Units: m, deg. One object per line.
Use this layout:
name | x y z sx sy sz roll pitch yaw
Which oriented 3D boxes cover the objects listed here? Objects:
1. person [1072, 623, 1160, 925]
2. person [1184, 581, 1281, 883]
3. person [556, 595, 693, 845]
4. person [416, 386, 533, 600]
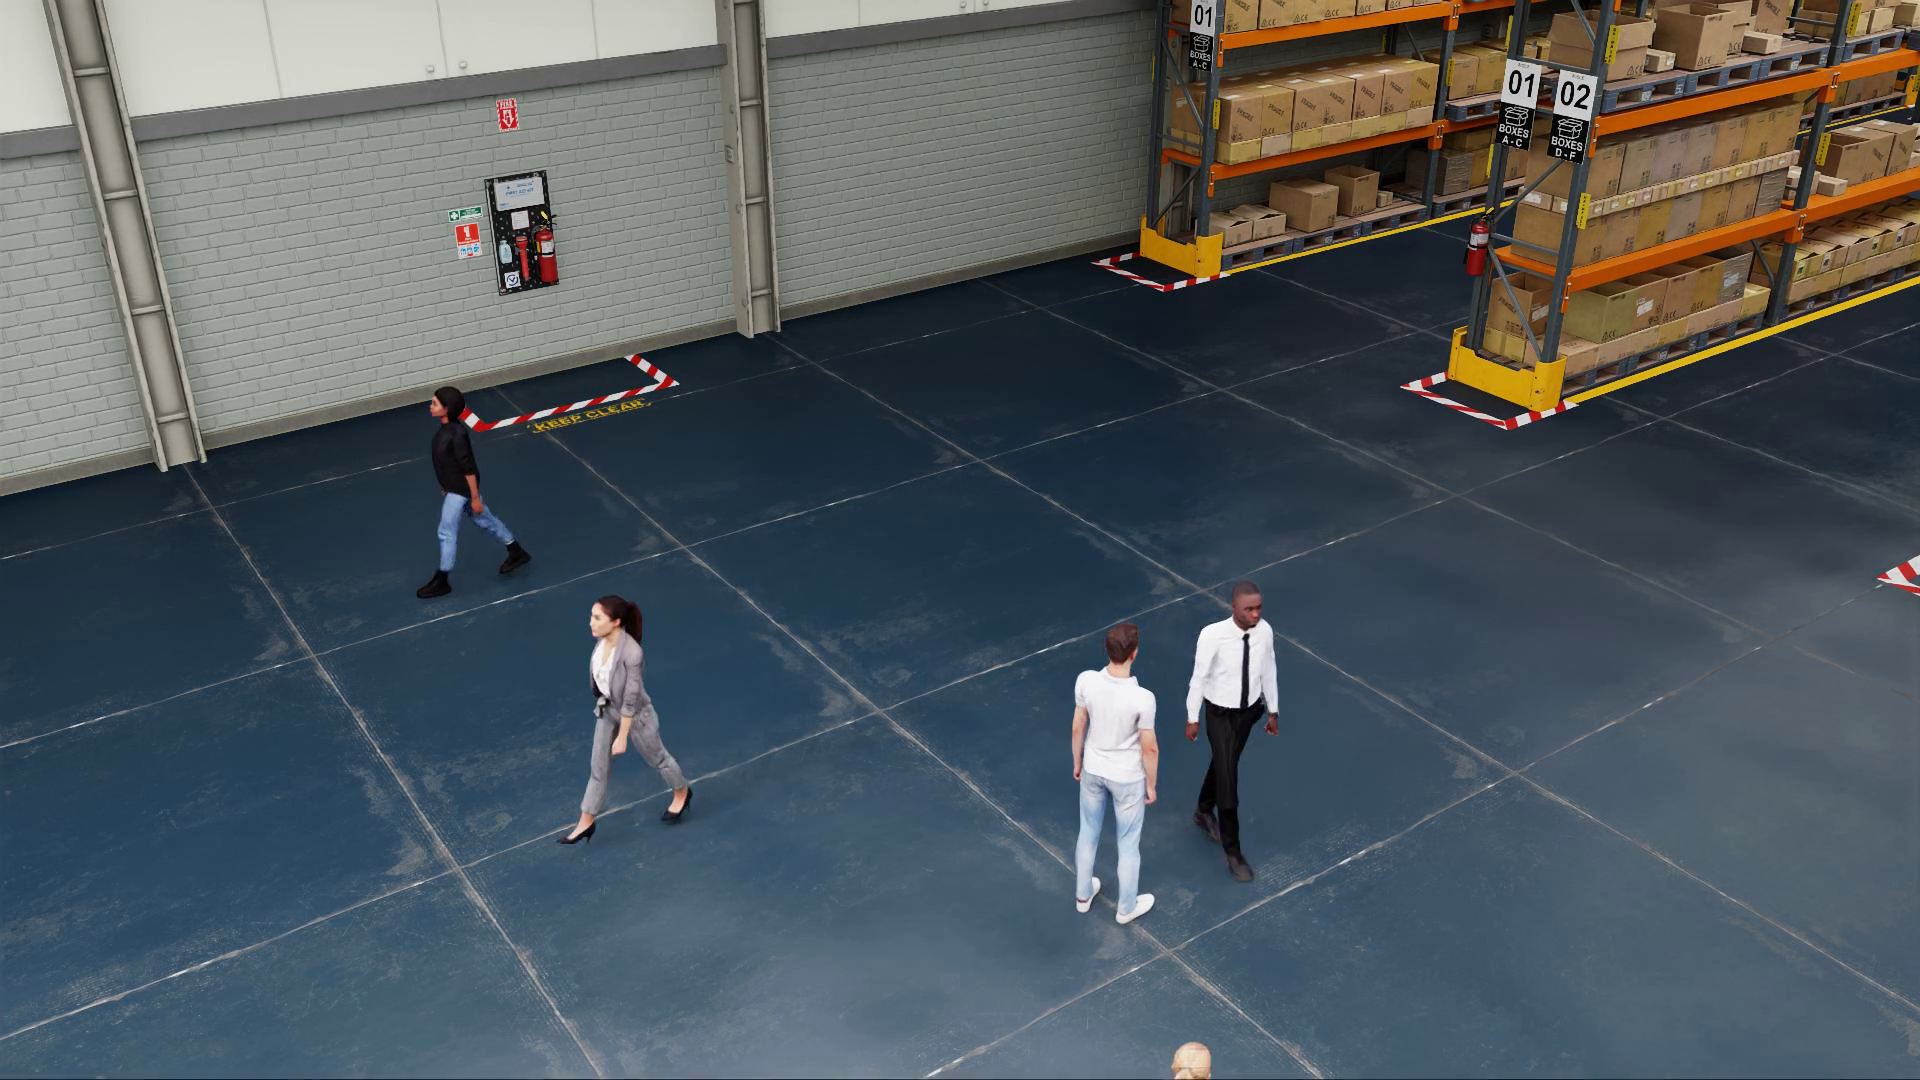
person | 0.850 1.299 9.250 0.729 1.851 0.693 15 31 27
person | 1.555 1.006 9.862 0.985 1.813 0.863 -11 29 -21
person | -1.900 1.072 9.946 1.141 1.619 0.723 -23 35 -37
person | -3.719 -0.386 12.729 1.169 1.662 0.663 -14 30 -25
